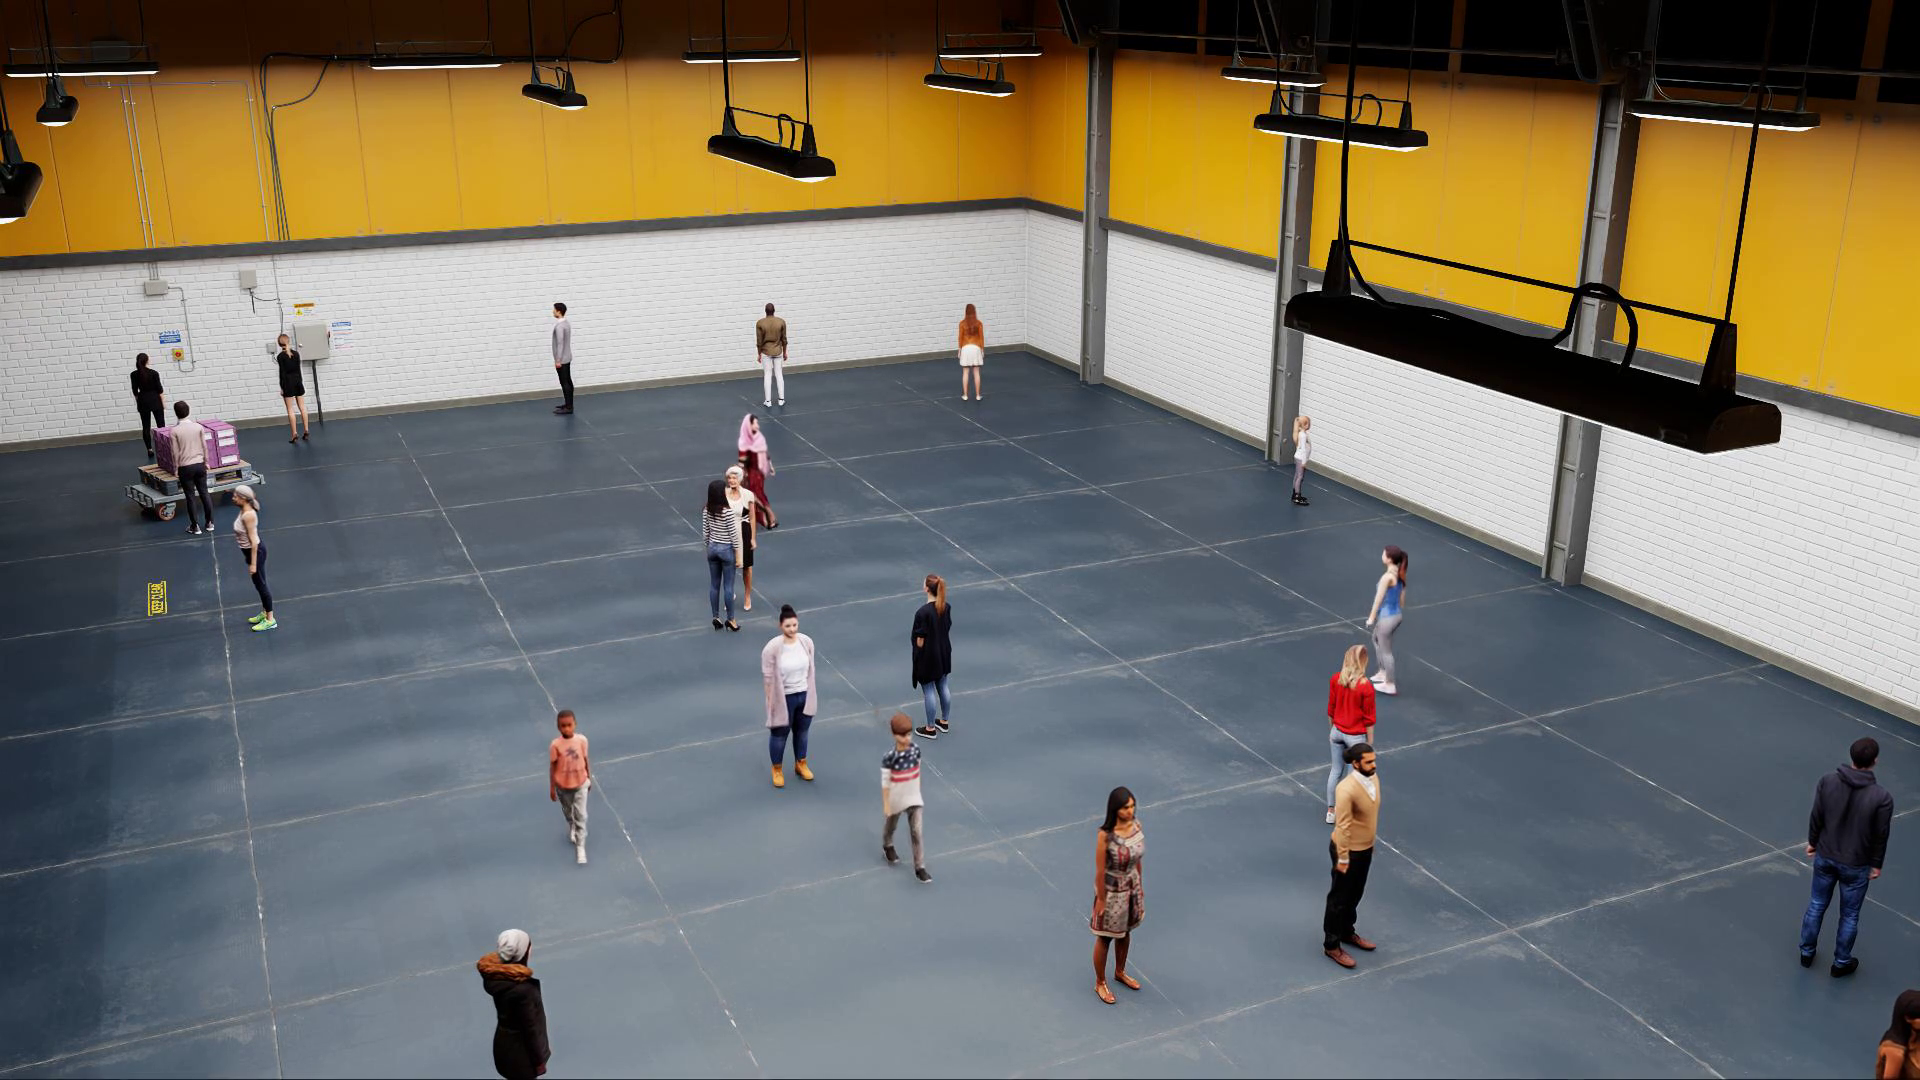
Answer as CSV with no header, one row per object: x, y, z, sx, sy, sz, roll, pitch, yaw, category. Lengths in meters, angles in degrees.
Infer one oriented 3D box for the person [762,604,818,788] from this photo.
-1.570,1.419,15.374,0.693,1.743,0.625,-10,21,-28,person

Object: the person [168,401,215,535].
-10.373,-0.988,22.419,0.653,1.807,0.692,17,25,42,person

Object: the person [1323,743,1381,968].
2.979,2.341,12.617,0.732,1.754,0.743,16,24,40,person

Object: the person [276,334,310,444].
-10.798,-2.456,26.841,0.693,1.767,0.667,11,21,29,person

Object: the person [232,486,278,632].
-8.099,0.187,19.094,0.670,1.701,0.477,-10,21,-27,person

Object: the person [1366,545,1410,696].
4.526,0.845,17.307,0.727,1.595,0.685,14,23,35,person

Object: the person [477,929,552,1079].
-2.748,3.159,10.371,0.738,1.636,0.609,-14,23,-36,person

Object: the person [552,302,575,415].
-6.828,-3.144,28.637,0.881,1.923,0.720,-1,19,-3,person

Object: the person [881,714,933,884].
-0.507,2.106,13.859,0.544,1.405,0.960,-9,21,-25,person

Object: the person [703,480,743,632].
-2.720,0.180,18.966,0.619,1.796,0.713,9,21,26,person

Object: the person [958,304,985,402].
0.198,-3.341,29.548,0.707,1.716,0.711,0,19,0,person

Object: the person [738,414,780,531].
-2.851,-0.938,22.552,1.169,1.626,0.988,12,22,32,person

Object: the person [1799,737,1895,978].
6.573,2.348,12.379,0.650,1.893,0.814,16,25,40,person

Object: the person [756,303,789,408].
-3.286,-3.255,29.120,0.756,1.825,0.636,-5,19,-15,person

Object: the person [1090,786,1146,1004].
1.155,2.554,12.154,0.697,1.645,0.612,-14,23,-36,person

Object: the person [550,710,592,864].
-3.334,2.048,14.232,0.607,1.278,0.940,-5,19,-14,person

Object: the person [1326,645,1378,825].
3.408,1.713,14.559,0.740,1.704,0.565,-18,25,-42,person

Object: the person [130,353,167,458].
-12.642,-2.101,25.950,0.666,1.661,0.655,-2,19,-5,person

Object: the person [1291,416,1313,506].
4.873,-1.157,23.747,0.633,1.278,0.547,1,19,4,person

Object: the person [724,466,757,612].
-2.632,-0.027,19.646,0.710,1.755,0.715,3,19,8,person

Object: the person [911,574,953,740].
-0.255,1.129,16.326,0.700,1.684,0.671,-17,25,-41,person
